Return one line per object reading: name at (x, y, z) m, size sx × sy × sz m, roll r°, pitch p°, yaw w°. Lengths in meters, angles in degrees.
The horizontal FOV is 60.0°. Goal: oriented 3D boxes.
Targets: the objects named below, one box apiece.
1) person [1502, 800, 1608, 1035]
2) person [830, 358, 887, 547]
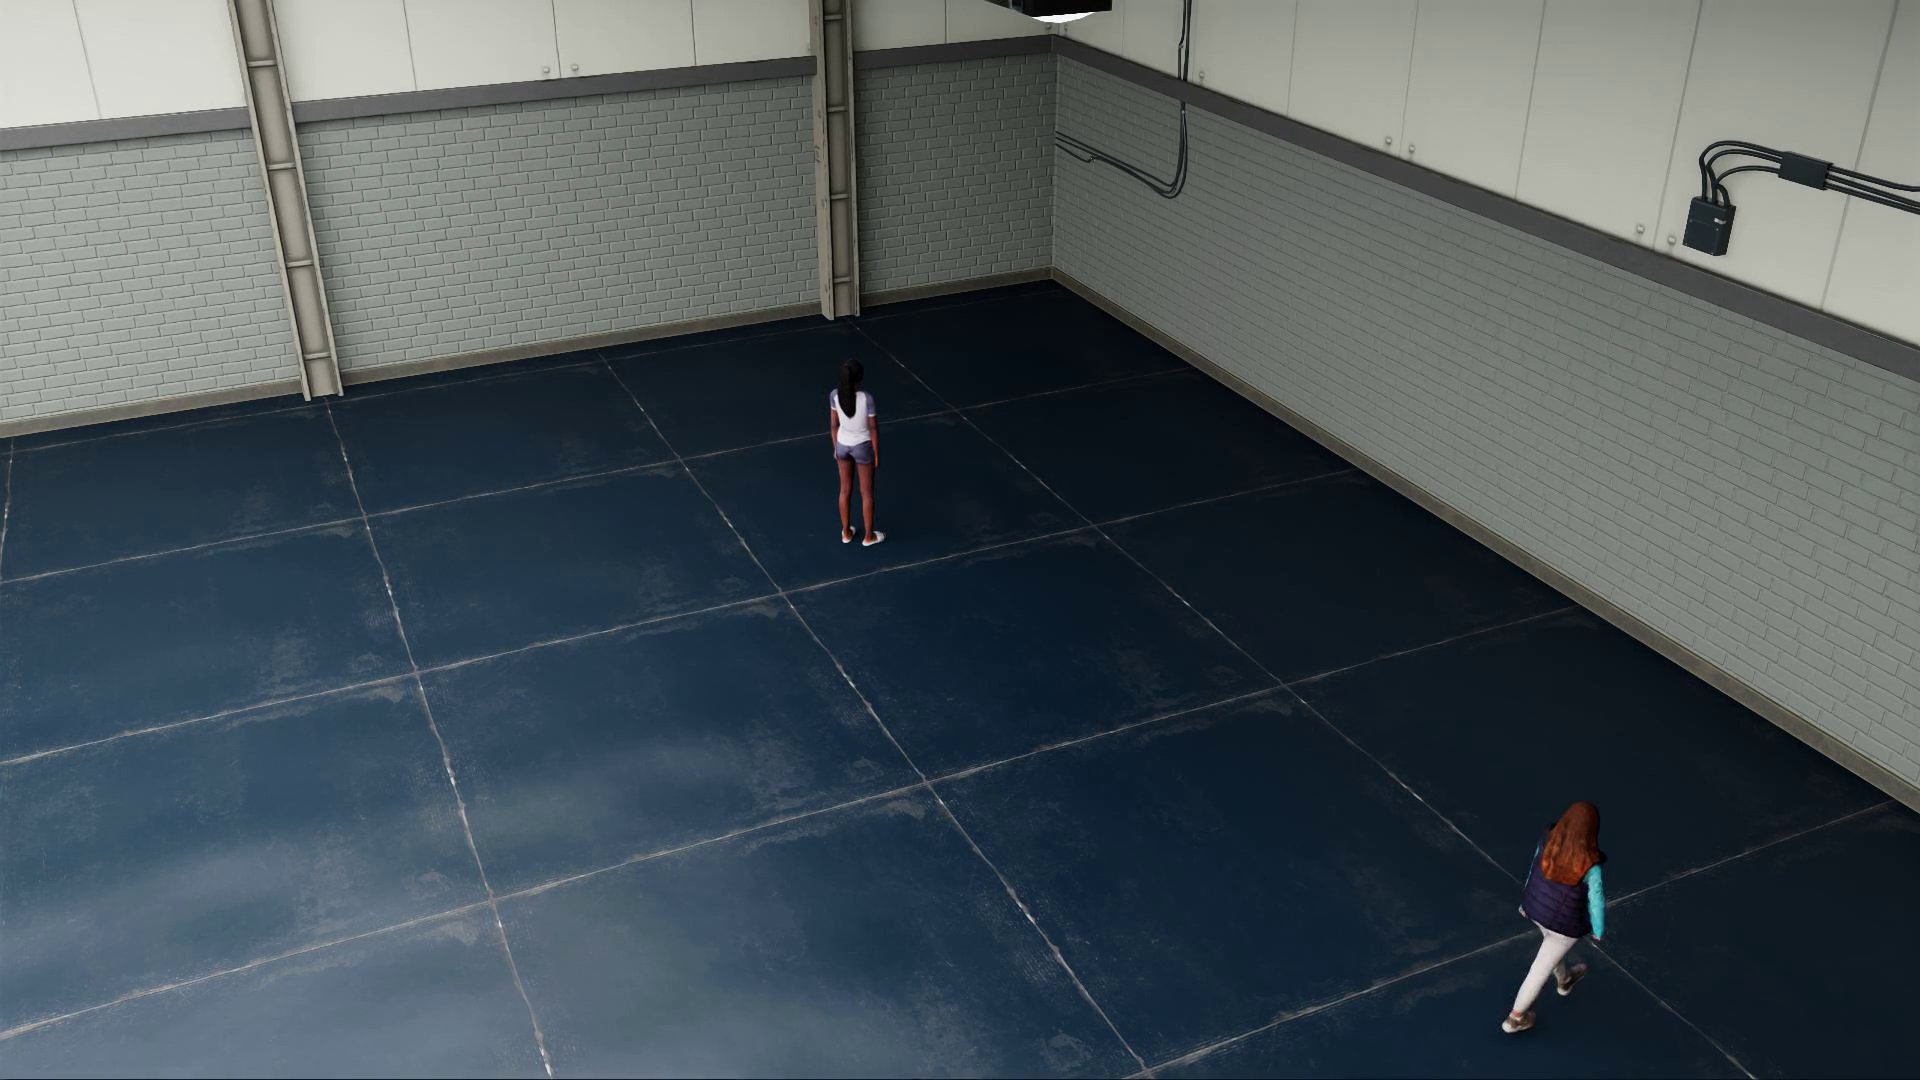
person at (3.247, 2.116, 9.201) m, size 0.938 × 1.455 × 0.614 m, roll -15°, pitch 31°, yaw -26°
person at (-0.919, -0.771, 14.517) m, size 0.707 × 1.721 × 0.756 m, roll 11°, pitch 29°, yaw 20°
